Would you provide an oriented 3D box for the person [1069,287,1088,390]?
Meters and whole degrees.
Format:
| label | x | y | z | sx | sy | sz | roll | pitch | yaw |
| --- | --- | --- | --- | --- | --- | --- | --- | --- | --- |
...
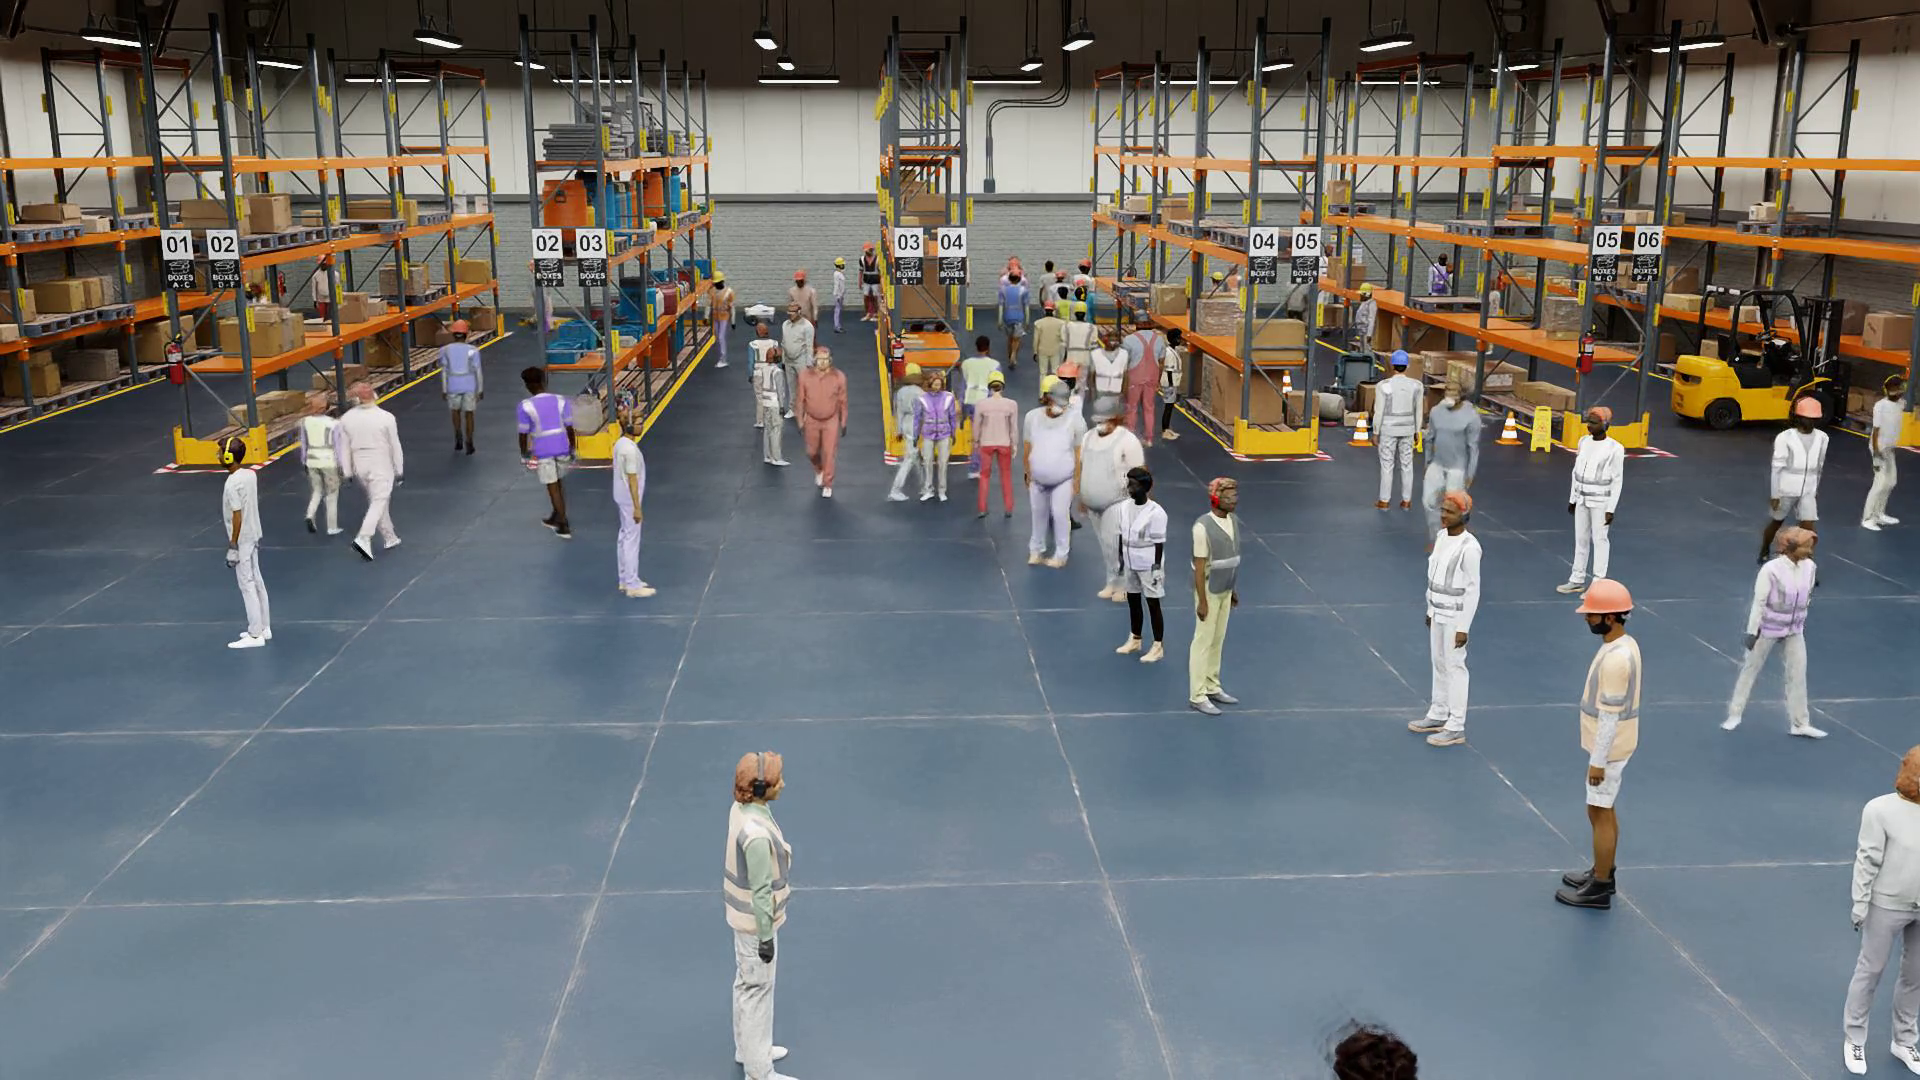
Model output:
| label | x | y | z | sx | sy | sz | roll | pitch | yaw |
| --- | --- | --- | --- | --- | --- | --- | --- | --- | --- |
| person | 2.141 | -3.640 | 30.080 | 0.318 | 1.865 | 0.522 | -8 | 15 | -30 |

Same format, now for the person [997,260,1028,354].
| label | x | y | z | sx | sy | sz | roll | pitch | yaw |
| --- | --- | --- | --- | --- | --- | --- | --- | --- | --- |
| person | 1.122 | -4.983 | 35.526 | 0.626 | 1.986 | 1.045 | 2 | 13 | 7 |

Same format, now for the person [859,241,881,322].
| label | x | y | z | sx | sy | sz | roll | pitch | yaw |
| --- | --- | --- | --- | --- | --- | --- | --- | --- | --- |
| person | -2.236 | -6.472 | 41.727 | 0.625 | 2.027 | 0.416 | 3 | 14 | 12 |

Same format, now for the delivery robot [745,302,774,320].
| label | x | y | z | sx | sy | sz | roll | pitch | yaw |
| --- | --- | --- | --- | --- | --- | --- | --- | --- | --- |
| delivery robot | -4.963 | -5.652 | 41.192 | 0.707 | 0.478 | 0.477 | -4 | 14 | -16 |

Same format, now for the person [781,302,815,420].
| label | x | y | z | sx | sy | sz | roll | pitch | yaw |
| --- | --- | --- | --- | --- | --- | --- | --- | --- | --- |
| person | -2.633 | -2.879 | 26.786 | 0.642 | 1.899 | 0.394 | 9 | 16 | 34 |

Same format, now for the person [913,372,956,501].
| label | x | y | z | sx | sy | sz | roll | pitch | yaw |
| --- | --- | --- | --- | --- | --- | --- | --- | --- | --- |
| person | -0.313 | -1.273 | 20.565 | 0.537 | 1.623 | 0.347 | -1 | 13 | -5 |

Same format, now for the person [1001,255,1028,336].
| label | x | y | z | sx | sy | sz | roll | pitch | yaw |
| --- | --- | --- | --- | --- | --- | --- | --- | --- | --- |
| person | 1.292 | -5.670 | 38.665 | 0.651 | 1.867 | 0.920 | -2 | 13 | -8 |

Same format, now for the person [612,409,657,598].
| label | x | y | z | sx | sy | sz | roll | pitch | yaw |
| --- | --- | --- | --- | --- | --- | --- | --- | --- | --- |
| person | -3.205 | -0.364 | 16.227 | 0.345 | 1.845 | 0.505 | -6 | 14 | -23 |

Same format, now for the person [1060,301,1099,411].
| label | x | y | z | sx | sy | sz | roll | pitch | yaw |
| --- | --- | --- | --- | --- | --- | --- | --- | --- | --- |
| person | 1.928 | -2.890 | 26.797 | 0.623 | 1.897 | 0.812 | 2 | 13 | 10 |

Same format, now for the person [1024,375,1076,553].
| label | x | y | z | sx | sy | sz | roll | pitch | yaw |
| --- | --- | --- | --- | --- | --- | --- | --- | --- | --- |
| person | 0.979 | -0.816 | 17.965 | 0.585 | 1.929 | 0.370 | -2 | 13 | -9 |

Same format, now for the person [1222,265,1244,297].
| label | x | y | z | sx | sy | sz | roll | pitch | yaw |
| --- | --- | --- | --- | --- | --- | --- | --- | --- | --- |
| person | 6.446 | -5.669 | 39.226 | 0.533 | 1.590 | 0.782 | 4 | 14 | 15 |

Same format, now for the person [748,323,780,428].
| label | x | y | z | sx | sy | sz | roll | pitch | yaw |
| --- | --- | --- | --- | --- | --- | --- | --- | --- | --- |
| person | -3.061 | -2.568 | 26.005 | 0.522 | 1.638 | 0.311 | -7 | 15 | -27 |

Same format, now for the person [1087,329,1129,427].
| label | x | y | z | sx | sy | sz | roll | pitch | yaw |
| --- | --- | --- | --- | --- | --- | --- | --- | --- | --- |
| person | 2.084 | -2.111 | 23.695 | 0.605 | 1.816 | 0.661 | -3 | 14 | -13 |

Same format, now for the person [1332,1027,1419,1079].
| label | x | y | z | sx | sy | sz | roll | pitch | yaw |
| --- | --- | --- | --- | --- | --- | --- | --- | --- | --- |
| person | 1.161 | 2.281 | 4.908 | 0.607 | 1.916 | 1.034 | -7 | 15 | -27 |

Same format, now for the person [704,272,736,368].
| label | x | y | z | sx | sy | sz | roll | pitch | yaw |
| --- | --- | --- | --- | --- | --- | --- | --- | --- | --- |
| person | -4.793 | -4.411 | 33.256 | 0.597 | 1.910 | 0.479 | 9 | 16 | 34 |

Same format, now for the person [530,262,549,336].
| label | x | y | z | sx | sy | sz | roll | pitch | yaw |
| --- | --- | --- | --- | --- | --- | --- | --- | --- | --- |
| person | -9.823 | -5.626 | 38.743 | 0.343 | 1.746 | 0.568 | -9 | 16 | -34 |

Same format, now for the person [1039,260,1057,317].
| label | x | y | z | sx | sy | sz | roll | pitch | yaw |
| --- | --- | --- | --- | --- | --- | --- | --- | --- | --- |
| person | 2.044 | -5.387 | 37.511 | 0.534 | 1.850 | 0.748 | 1 | 13 | 2 |

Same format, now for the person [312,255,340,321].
| label | x | y | z | sx | sy | sz | roll | pitch | yaw |
| --- | --- | --- | --- | --- | --- | --- | --- | --- | --- |
| person | -14.102 | -5.353 | 37.040 | 0.617 | 1.993 | 0.396 | -1 | 13 | -3 |

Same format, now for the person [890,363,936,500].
| label | x | y | z | sx | sy | sz | roll | pitch | yaw |
| --- | --- | --- | --- | --- | --- | --- | --- | --- | --- |
| person | -0.593 | -1.351 | 20.772 | 0.857 | 1.709 | 0.498 | -12 | 18 | -42 |

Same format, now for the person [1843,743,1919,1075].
| label | x | y | z | sx | sy | sz | roll | pitch | yaw |
| --- | --- | --- | --- | --- | --- | --- | --- | --- | --- |
| person | 4.446 | 1.731 | 7.806 | 0.509 | 1.632 | 0.265 | 1 | 13 | 4 |

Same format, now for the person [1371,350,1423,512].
| label | x | y | z | sx | sy | sz | roll | pitch | yaw |
| --- | --- | --- | --- | --- | --- | --- | --- | --- | --- |
| person | 5.254 | -1.310 | 20.023 | 0.615 | 1.943 | 0.399 | -1 | 13 | -6 |

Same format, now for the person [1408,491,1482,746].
| label | x | y | z | sx | sy | sz | roll | pitch | yaw |
| --- | --- | --- | --- | --- | --- | --- | --- | --- | --- |
| person | 3.584 | 0.565 | 12.208 | 0.347 | 1.884 | 0.584 | -2 | 13 | -9 |

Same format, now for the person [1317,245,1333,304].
| label | x | y | z | sx | sy | sz | roll | pitch | yaw |
| --- | --- | --- | --- | --- | --- | --- | --- | --- | --- |
| person | 9.362 | -6.597 | 42.543 | 0.355 | 1.887 | 0.574 | 12 | 18 | 41 |

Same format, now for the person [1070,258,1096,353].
| label | x | y | z | sx | sy | sz | roll | pitch | yaw |
| --- | --- | --- | --- | --- | --- | --- | --- | --- | --- |
| person | 2.616 | -4.938 | 35.218 | 0.605 | 2.035 | 0.405 | 9 | 16 | 34 |

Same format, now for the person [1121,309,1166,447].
| label | x | y | z | sx | sy | sz | roll | pitch | yaw |
| --- | --- | --- | --- | --- | --- | --- | --- | --- | --- |
| person | 2.625 | -2.366 | 24.291 | 0.685 | 2.000 | 0.535 | -5 | 14 | -22 |

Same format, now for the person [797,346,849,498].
| label | x | y | z | sx | sy | sz | roll | pitch | yaw |
| --- | --- | --- | --- | --- | --- | --- | --- | --- | --- |
| person | -1.723 | -1.512 | 20.978 | 0.658 | 1.887 | 0.680 | 1 | 13 | 3 |

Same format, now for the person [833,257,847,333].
| label | x | y | z | sx | sy | sz | roll | pitch | yaw |
| --- | --- | --- | --- | --- | --- | --- | --- | --- | --- |
| person | -2.847 | -5.802 | 39.428 | 0.298 | 1.772 | 0.533 | 1 | 13 | 5 |

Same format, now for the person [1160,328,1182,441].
| label | x | y | z | sx | sy | sz | roll | pitch | yaw |
| --- | --- | --- | --- | --- | --- | --- | --- | --- | --- |
| person | 3.159 | -2.335 | 24.921 | 0.319 | 1.687 | 0.538 | 2 | 13 | 10 |

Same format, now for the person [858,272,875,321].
| label | x | y | z | sx | sy | sz | roll | pitch | yaw |
| --- | --- | --- | --- | --- | --- | --- | --- | --- | --- |
| person | -2.324 | -6.354 | 42.075 | 0.507 | 1.622 | 0.416 | -11 | 17 | -40 |

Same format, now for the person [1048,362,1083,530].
| label | x | y | z | sx | sy | sz | roll | pitch | yaw |
| --- | --- | --- | --- | --- | --- | --- | --- | --- | --- |
| person | 1.215 | -1.081 | 19.103 | 0.387 | 1.931 | 0.546 | -11 | 17 | -40 |

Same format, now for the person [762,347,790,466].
| label | x | y | z | sx | sy | sz | roll | pitch | yaw |
| --- | --- | --- | --- | --- | --- | --- | --- | --- | --- |
| person | -2.564 | -1.846 | 22.951 | 0.310 | 1.638 | 0.523 | -8 | 16 | -31 |

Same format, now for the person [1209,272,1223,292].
| label | x | y | z | sx | sy | sz | roll | pitch | yaw |
| --- | --- | --- | --- | --- | --- | --- | --- | --- | --- |
| person | 5.383 | -4.769 | 35.085 | 0.349 | 1.759 | 0.522 | -1 | 13 | -6 |
